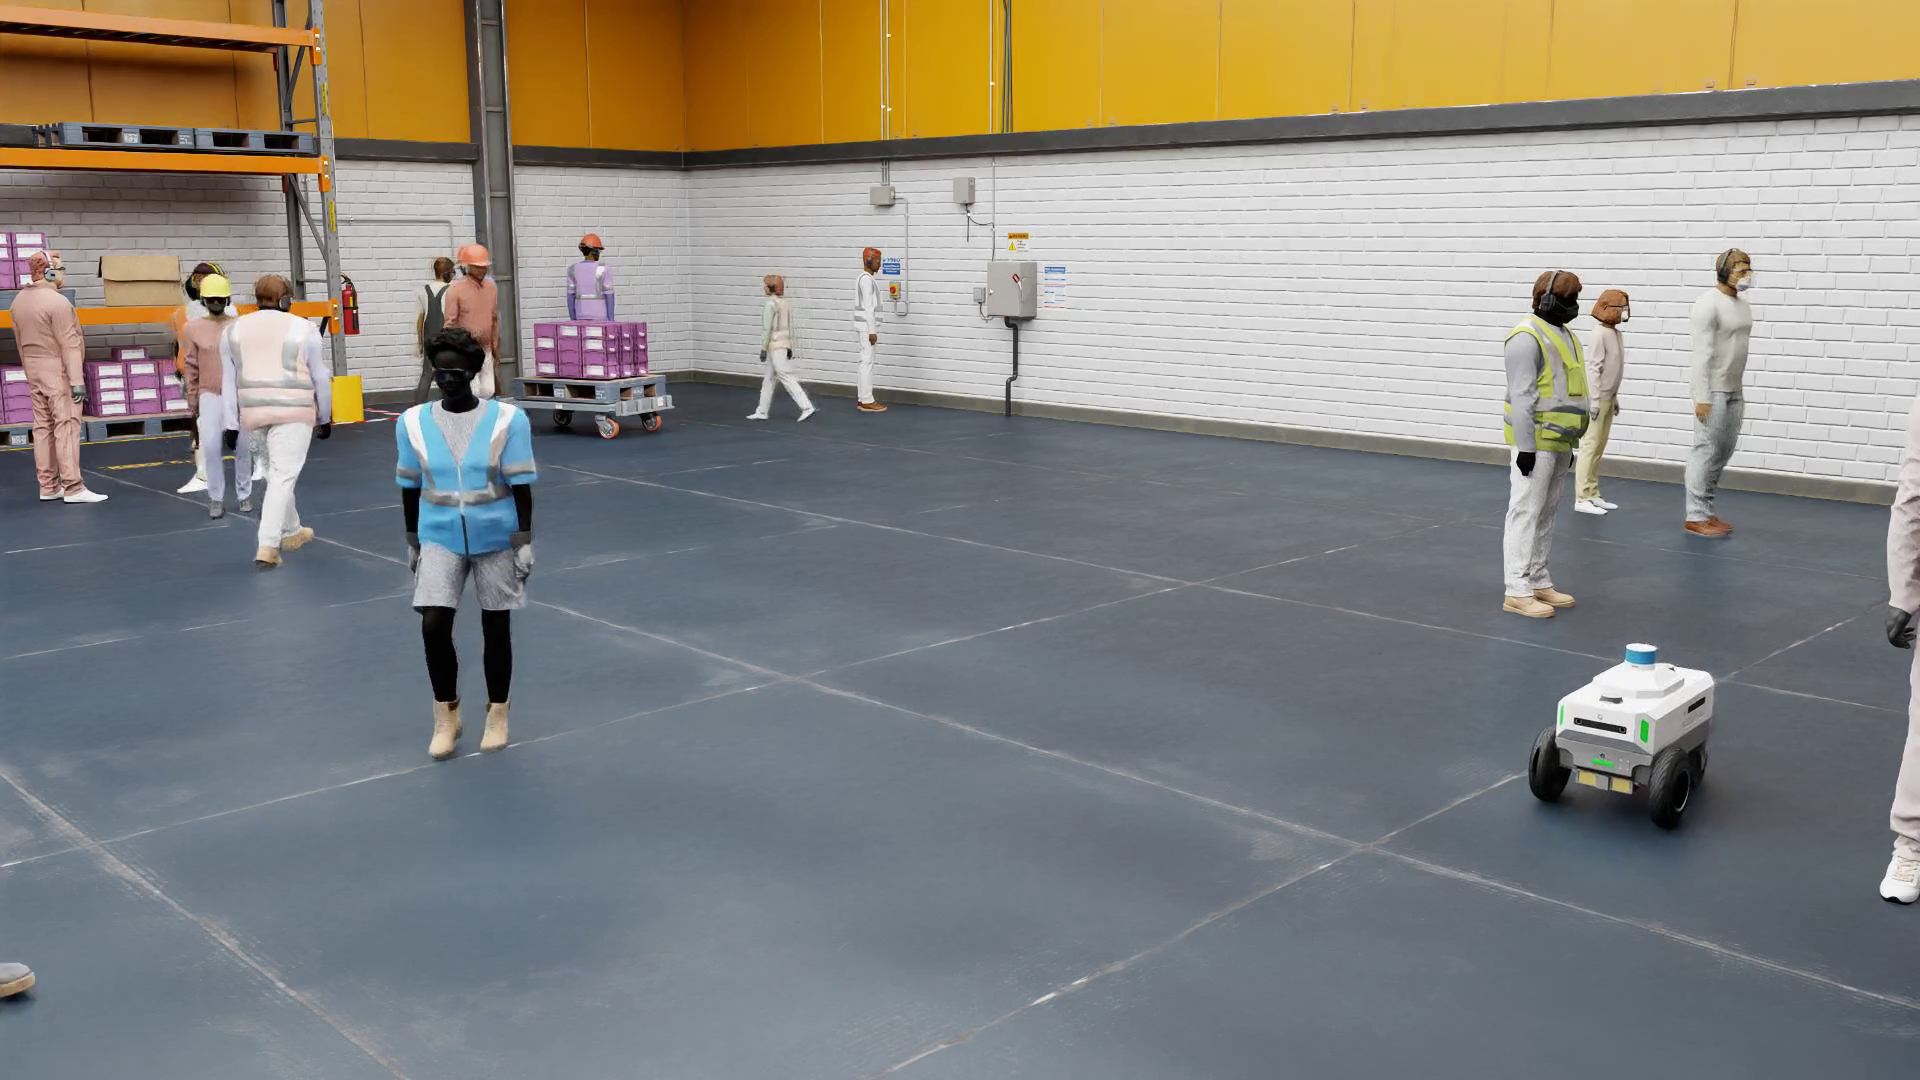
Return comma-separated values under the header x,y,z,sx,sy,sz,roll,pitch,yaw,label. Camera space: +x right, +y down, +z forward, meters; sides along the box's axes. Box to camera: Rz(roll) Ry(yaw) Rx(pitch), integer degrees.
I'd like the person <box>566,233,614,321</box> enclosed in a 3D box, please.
x,y,z,sx,sy,sz,roll,pitch,yaw,label
-4.591,-2.794,20.780,0.609,2.040,0.395,2,11,11,person

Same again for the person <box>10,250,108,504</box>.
x,y,z,sx,sy,sz,roll,pitch,yaw,label
-6.822,-1.222,12.579,0.641,1.908,0.408,6,12,29,person

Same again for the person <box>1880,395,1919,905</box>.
x,y,z,sx,sy,sz,roll,pitch,yaw,label
3.096,0.184,4.910,0.650,1.906,0.401,5,12,26,person

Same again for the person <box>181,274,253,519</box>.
x,y,z,sx,sy,sz,roll,pitch,yaw,label
-5.277,-1.026,11.960,0.536,1.745,0.691,-4,11,-22,person

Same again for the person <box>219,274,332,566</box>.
x,y,z,sx,sy,sz,roll,pitch,yaw,label
-4.253,-0.754,10.370,0.621,1.794,0.991,1,10,5,person

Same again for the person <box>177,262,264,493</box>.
x,y,z,sx,sy,sz,roll,pitch,yaw,label
-5.964,-1.328,13.430,0.511,1.822,0.953,6,12,28,person

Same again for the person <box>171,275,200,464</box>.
x,y,z,sx,sy,sz,roll,pitch,yaw,label
-6.737,-1.523,14.814,0.566,1.677,0.444,5,12,27,person

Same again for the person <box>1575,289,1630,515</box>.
x,y,z,sx,sy,sz,roll,pitch,yaw,label
4.715,-1.015,12.186,0.283,1.633,0.501,8,13,37,person

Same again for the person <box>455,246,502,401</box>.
x,y,z,sx,sy,sz,roll,pitch,yaw,label
-5.450,-2.298,18.457,0.875,1.894,0.545,1,10,3,person

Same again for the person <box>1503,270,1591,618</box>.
x,y,z,sx,sy,sz,roll,pitch,yaw,label
3.145,-0.519,8.925,0.429,1.842,0.626,9,13,39,person

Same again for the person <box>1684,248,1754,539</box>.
x,y,z,sx,sy,sz,roll,pitch,yaw,label
5.113,-0.982,11.219,0.647,1.937,0.411,-9,14,-40,person

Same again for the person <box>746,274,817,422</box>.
x,y,z,sx,sy,sz,roll,pitch,yaw,label
-1.939,-2.084,18.100,0.830,1.607,0.523,3,11,13,person

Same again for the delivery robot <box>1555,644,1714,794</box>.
x,y,z,sx,sy,sz,roll,pitch,yaw,label
2.430,0.616,5.970,0.477,0.478,0.707,9,14,41,delivery robot

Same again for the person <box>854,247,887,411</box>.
x,y,z,sx,sy,sz,roll,pitch,yaw,label
-1.045,-2.429,19.212,0.355,1.887,0.573,-2,11,-9,person

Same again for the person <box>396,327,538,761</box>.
x,y,z,sx,sy,sz,roll,pitch,yaw,label
-1.890,0.027,6.400,0.542,1.679,0.486,-1,10,-7,person

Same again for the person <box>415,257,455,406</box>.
x,y,z,sx,sy,sz,roll,pitch,yaw,label
-5.490,-2.064,17.475,0.560,1.804,0.923,2,11,9,person

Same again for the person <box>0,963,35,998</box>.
x,y,z,sx,sy,sz,roll,pitch,yaw,label
-2.737,0.299,4.114,0.767,1.967,0.623,0,10,-2,person

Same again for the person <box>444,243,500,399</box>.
x,y,z,sx,sy,sz,roll,pitch,yaw,label
-4.645,-1.818,15.719,0.750,1.952,0.643,6,12,29,person
